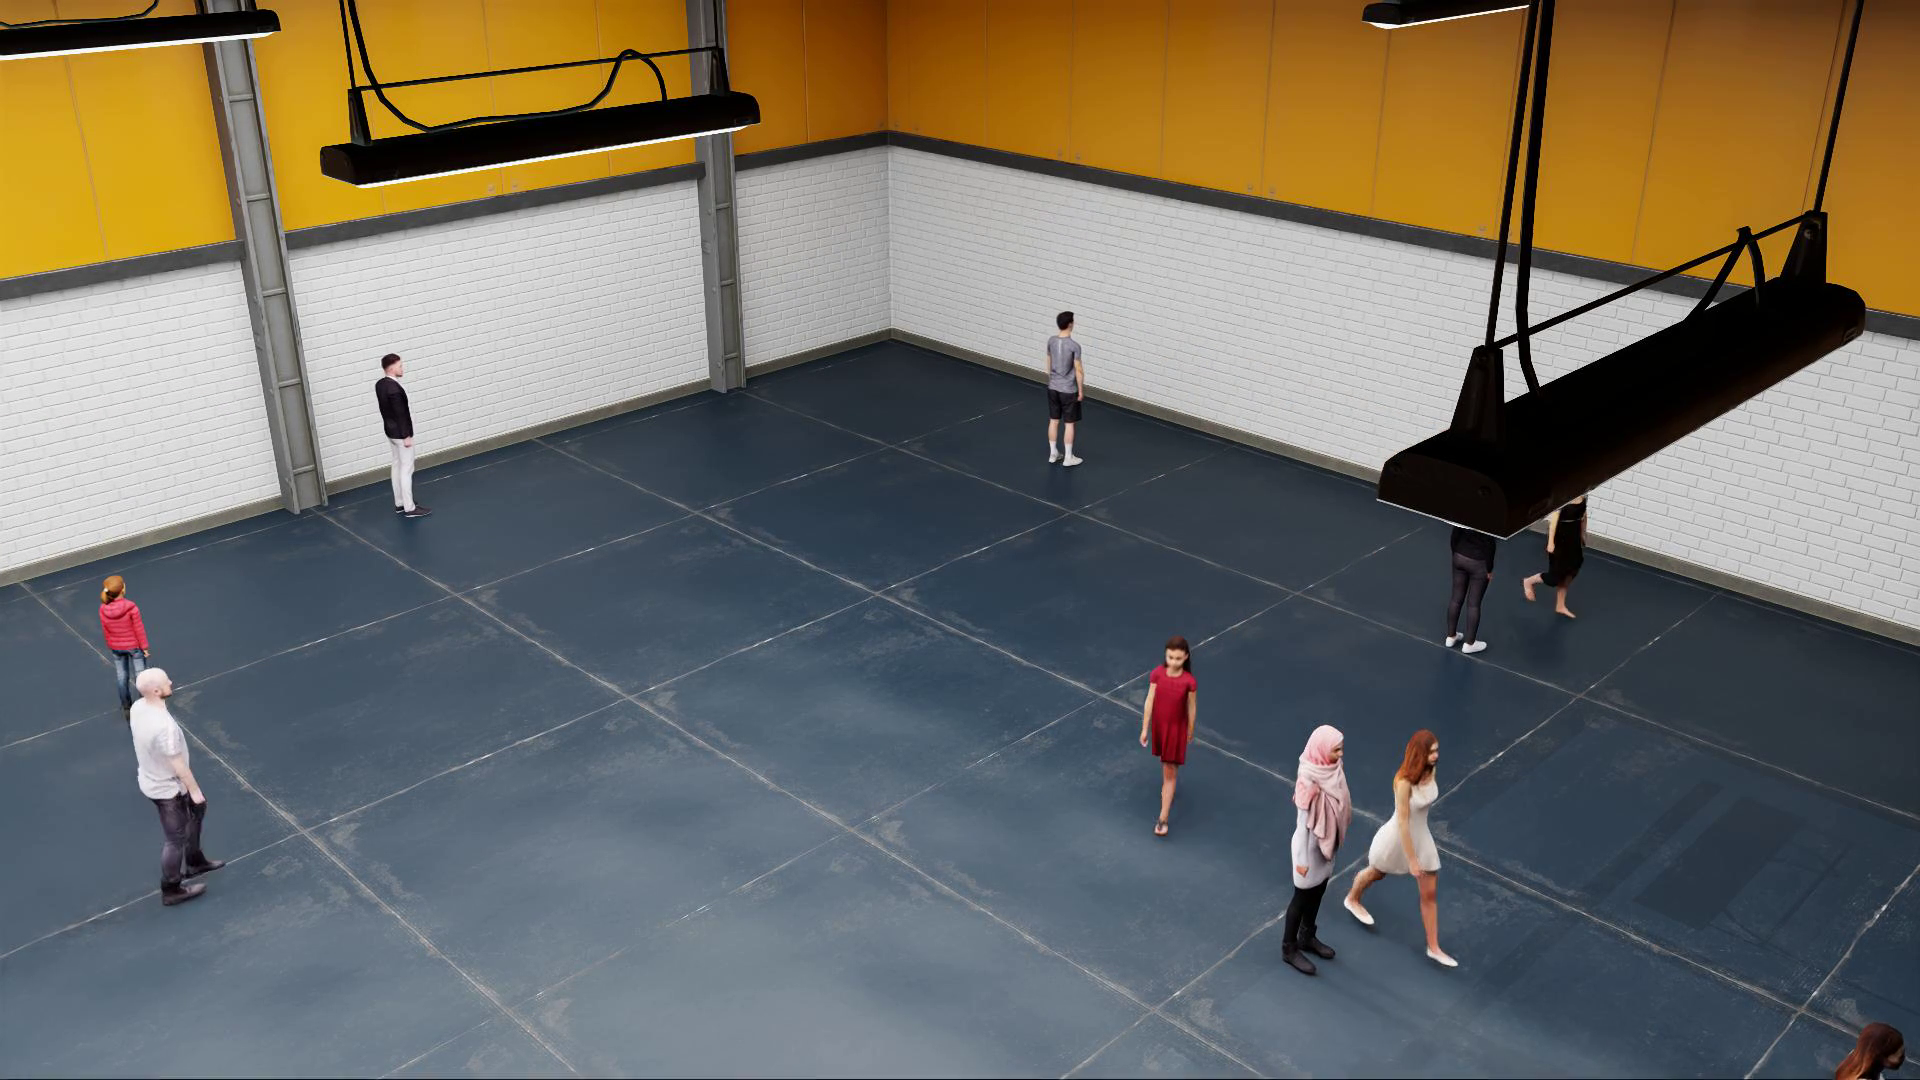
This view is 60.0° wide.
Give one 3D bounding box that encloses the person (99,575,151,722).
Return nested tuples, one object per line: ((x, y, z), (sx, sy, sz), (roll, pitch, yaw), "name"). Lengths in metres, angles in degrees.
((-7.125, 0.922, 14.196), (0.584, 1.314, 0.642), (0, 24, 0), "person")

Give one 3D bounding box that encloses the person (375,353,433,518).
((-6.188, -1.160, 18.307), (0.569, 1.836, 0.670), (-18, 30, -36), "person")

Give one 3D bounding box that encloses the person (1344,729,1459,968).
((2.937, 2.010, 11.274), (1.151, 1.661, 0.798), (-14, 27, -29), "person")

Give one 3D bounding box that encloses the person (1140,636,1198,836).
((1.627, 1.411, 12.828), (0.790, 1.515, 1.136), (10, 26, 22), "person")

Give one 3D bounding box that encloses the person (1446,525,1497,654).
((4.703, 0.226, 15.325), (0.586, 1.685, 0.636), (-16, 28, -32), "person")

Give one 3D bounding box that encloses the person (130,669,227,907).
((-5.654, 1.755, 11.668), (0.745, 1.814, 0.712), (-20, 30, -37), "person")

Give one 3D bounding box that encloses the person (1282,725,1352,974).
((2.349, 2.033, 11.043), (0.688, 1.804, 0.528), (19, 30, 37), "person")

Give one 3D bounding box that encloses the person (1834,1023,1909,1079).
((4.518, 3.166, 8.605), (0.762, 1.682, 0.628), (10, 26, 23), "person")

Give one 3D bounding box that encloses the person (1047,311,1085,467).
((1.222, -1.802, 19.732), (0.668, 1.871, 0.569), (19, 30, 36), "person")

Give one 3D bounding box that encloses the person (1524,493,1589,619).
((5.754, -0.036, 16.022), (0.787, 1.607, 0.751), (-16, 28, -32), "person")
